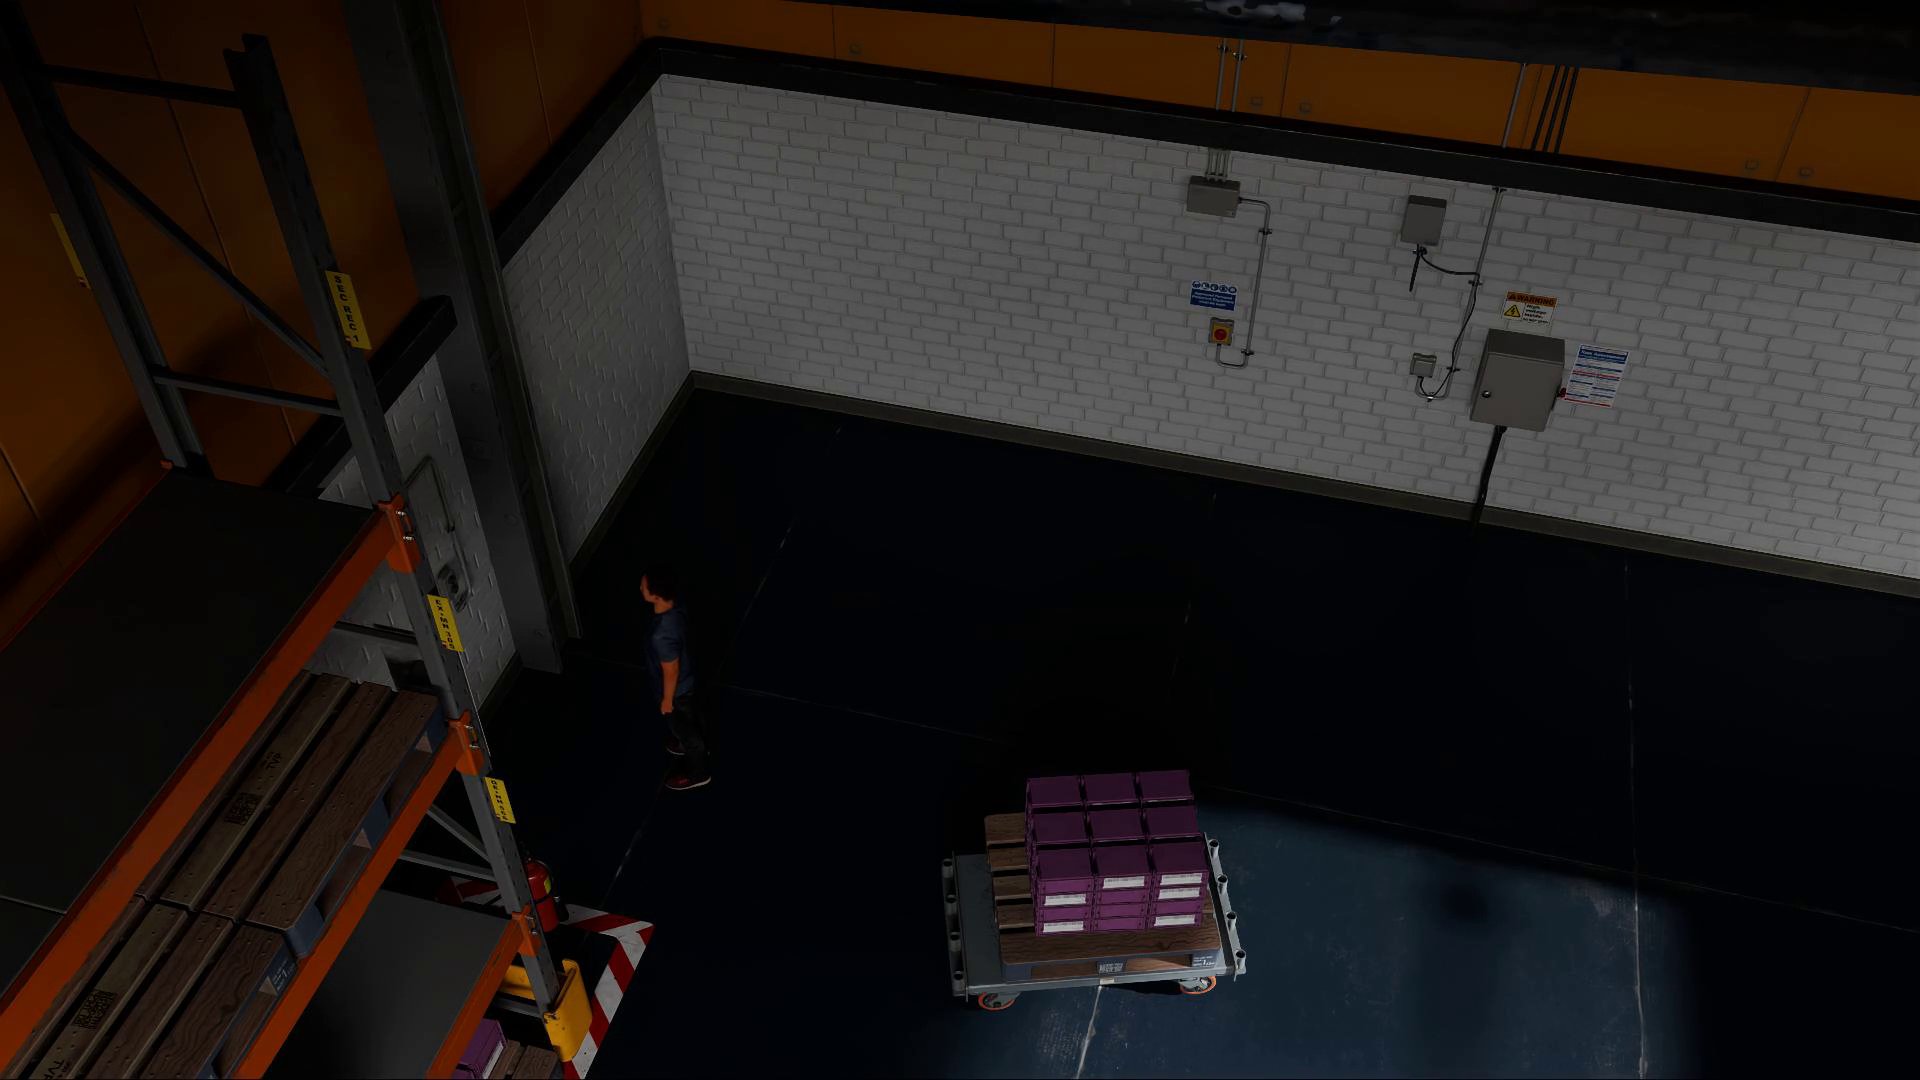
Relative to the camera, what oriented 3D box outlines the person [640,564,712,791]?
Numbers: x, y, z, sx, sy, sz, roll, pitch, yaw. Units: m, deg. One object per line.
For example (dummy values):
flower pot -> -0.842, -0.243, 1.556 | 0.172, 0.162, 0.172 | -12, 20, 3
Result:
person -> -1.727, 0.819, 10.098 | 0.778, 1.810, 0.589 | -2, 44, -2
